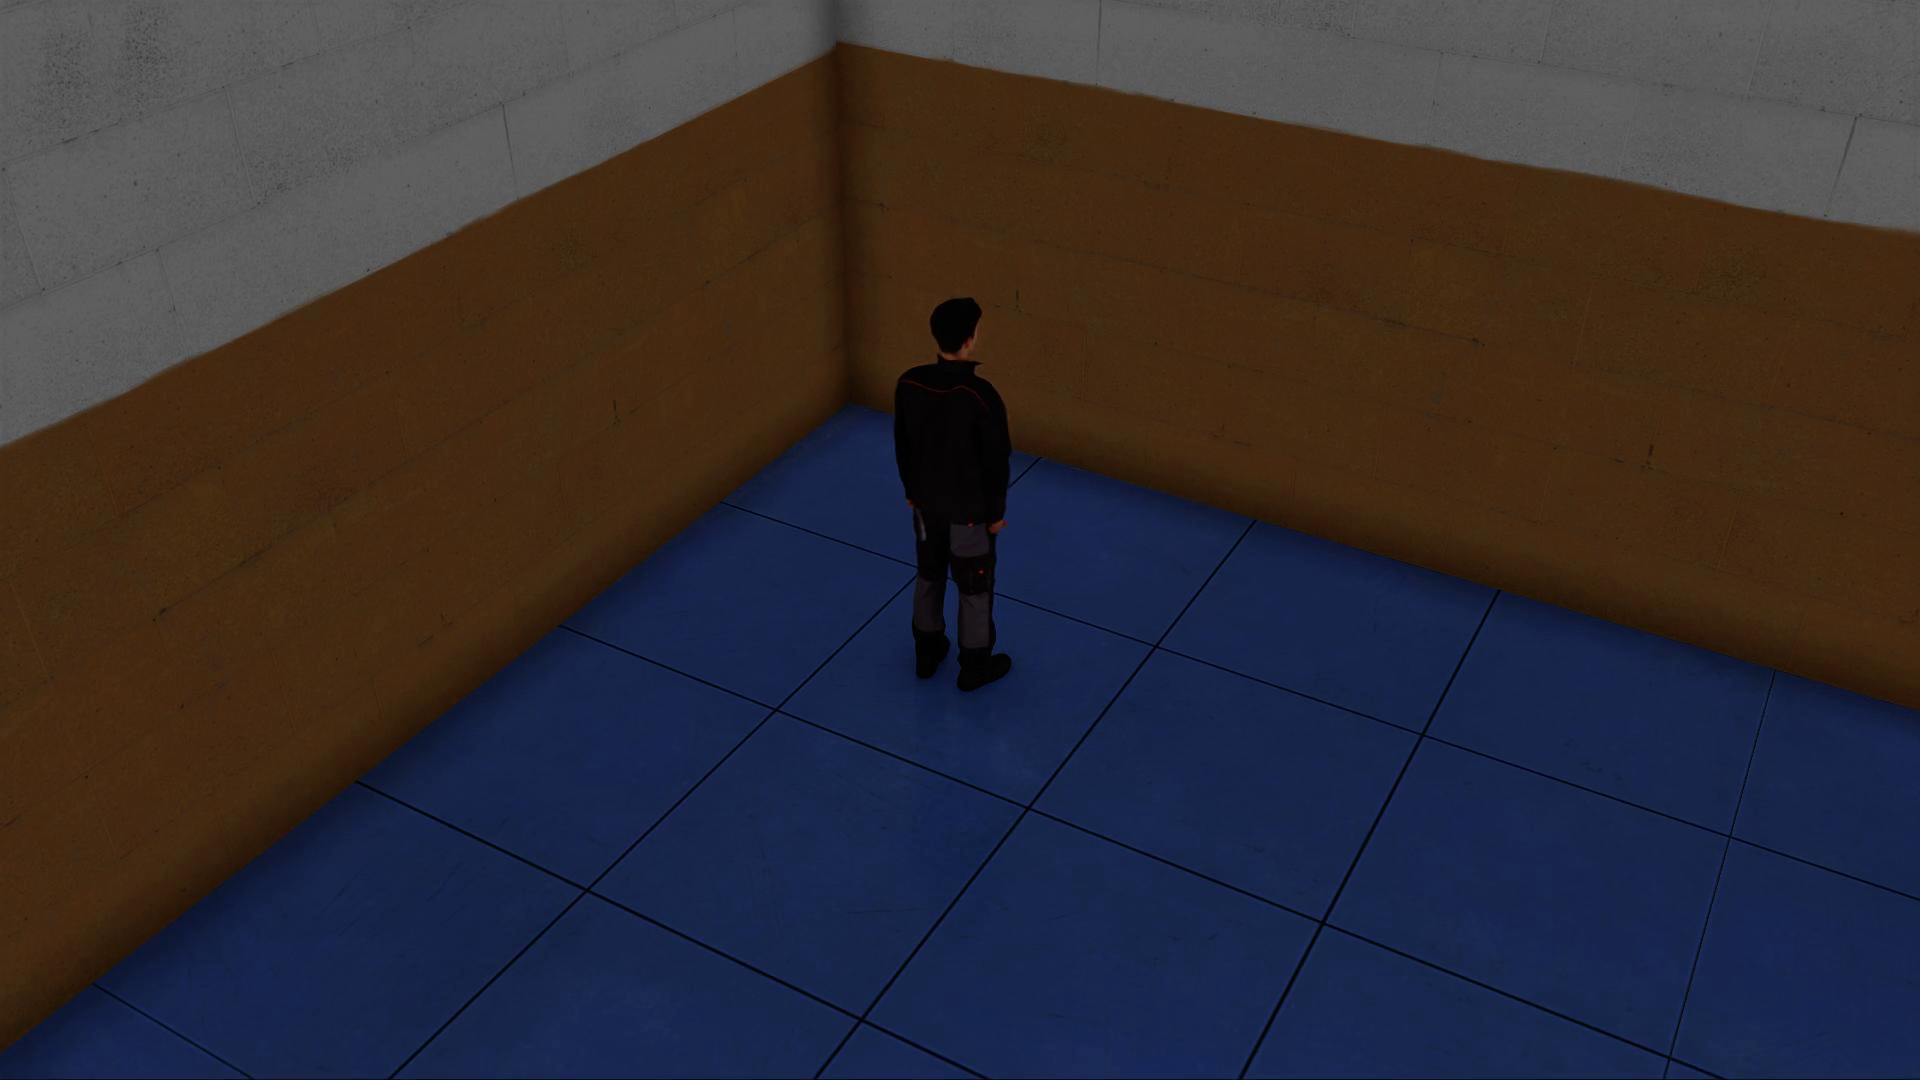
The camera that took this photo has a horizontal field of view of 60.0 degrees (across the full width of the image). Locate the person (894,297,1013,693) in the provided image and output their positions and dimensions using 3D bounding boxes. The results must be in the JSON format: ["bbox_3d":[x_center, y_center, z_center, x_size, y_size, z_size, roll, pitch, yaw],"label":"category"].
[{"bbox_3d":[-0.032,-0.188,7.482,0.689,1.945,0.572,19,38,26],"label":"person"}]
